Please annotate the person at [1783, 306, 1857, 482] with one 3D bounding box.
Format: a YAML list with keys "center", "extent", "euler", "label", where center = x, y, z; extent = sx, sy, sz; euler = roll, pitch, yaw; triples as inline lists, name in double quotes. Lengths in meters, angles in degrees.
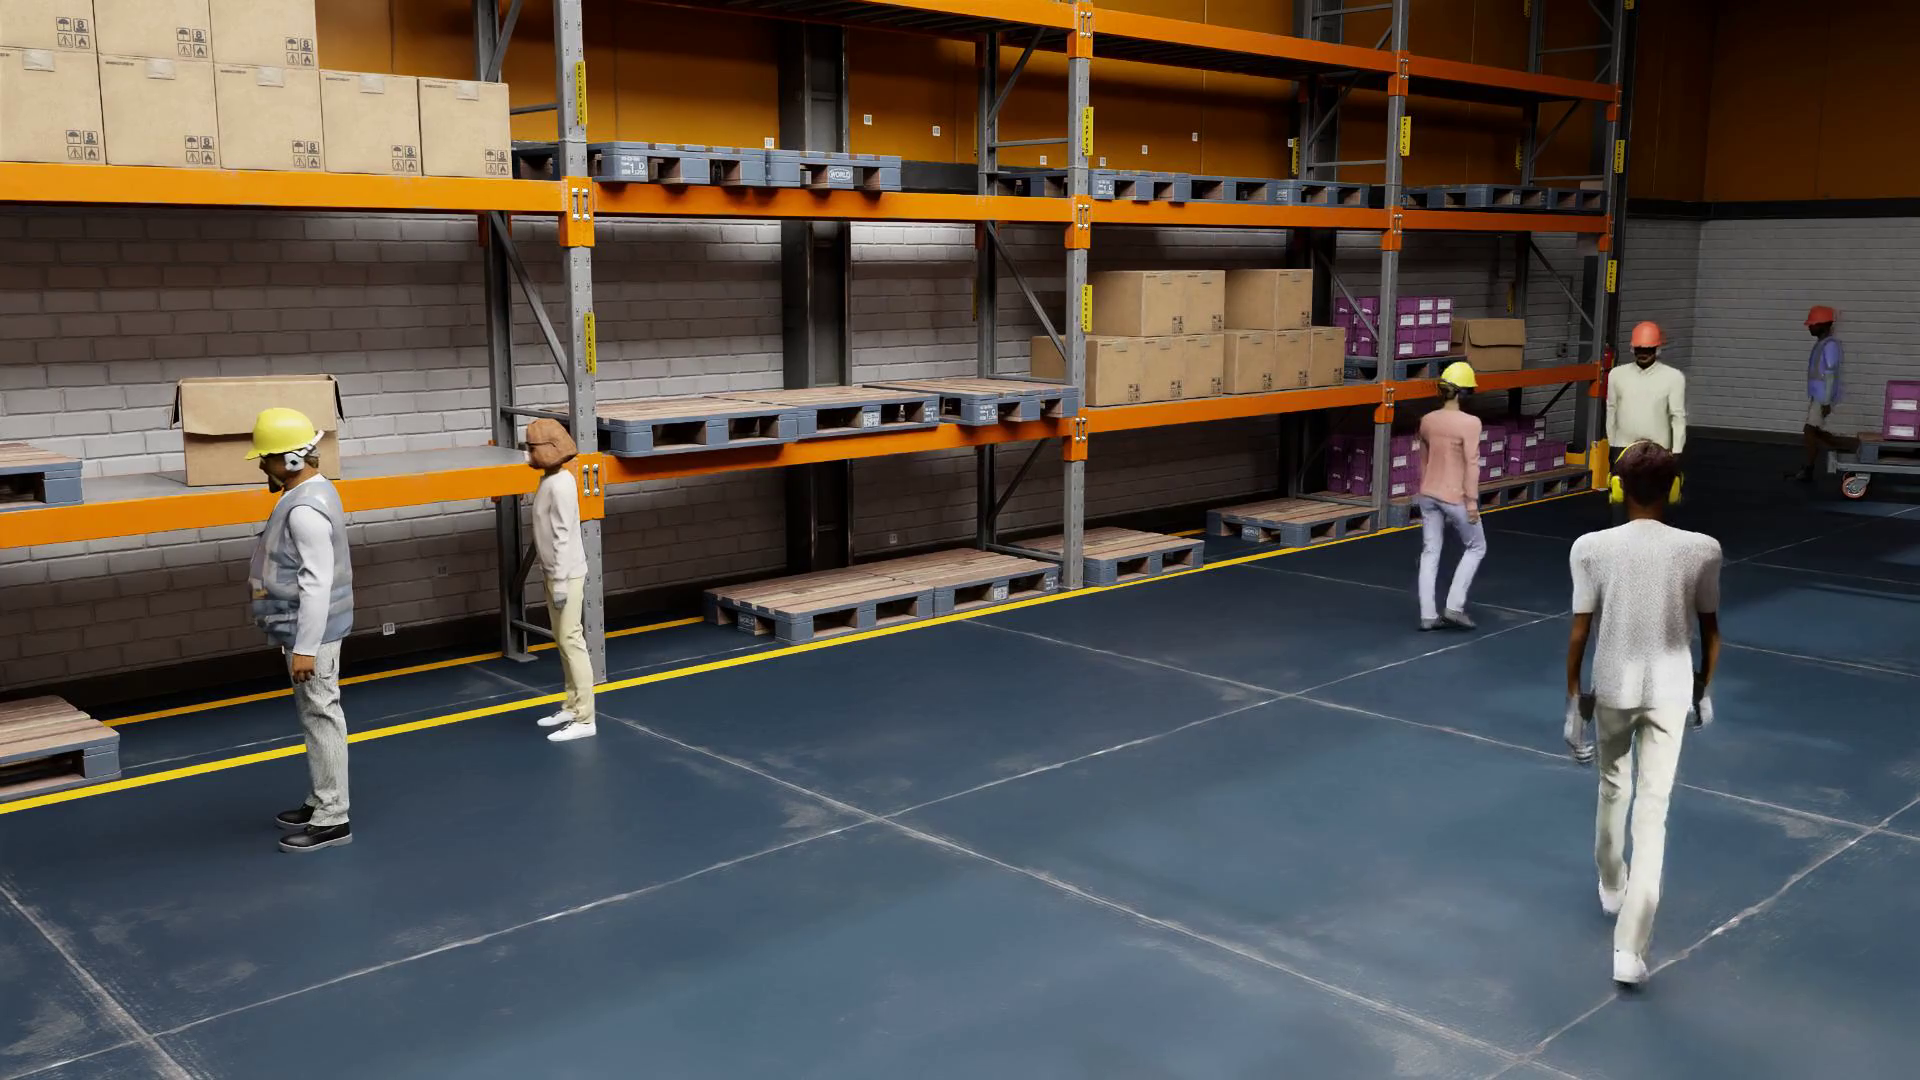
- center: [9.327, -1.554, 17.835]
  extent: [0.701, 1.910, 0.560]
  euler: [3, 10, 16]
  label: "person"

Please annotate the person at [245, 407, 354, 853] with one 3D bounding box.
- center: [-2.704, 0.363, 6.852]
  extent: [0.403, 1.824, 0.586]
  euler: [-4, 10, -21]
  label: "person"

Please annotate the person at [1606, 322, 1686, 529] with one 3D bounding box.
- center: [5.442, -0.770, 13.192]
  extent: [0.630, 1.935, 1.080]
  euler: [7, 12, 34]
  label: "person"

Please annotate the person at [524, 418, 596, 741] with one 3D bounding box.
- center: [-2.031, 0.196, 8.414]
  extent: [0.284, 1.628, 0.502]
  euler: [-4, 10, -22]
  label: "person"

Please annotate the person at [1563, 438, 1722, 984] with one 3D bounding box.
- center: [2.356, 0.556, 5.790]
  extent: [0.490, 1.810, 1.015]
  euler: [5, 11, 26]
  label: "person"

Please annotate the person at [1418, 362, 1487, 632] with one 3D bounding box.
- center: [3.194, -0.270, 10.749]
  extent: [0.481, 1.747, 0.553]
  euler: [-5, 11, -29]
  label: "person"
